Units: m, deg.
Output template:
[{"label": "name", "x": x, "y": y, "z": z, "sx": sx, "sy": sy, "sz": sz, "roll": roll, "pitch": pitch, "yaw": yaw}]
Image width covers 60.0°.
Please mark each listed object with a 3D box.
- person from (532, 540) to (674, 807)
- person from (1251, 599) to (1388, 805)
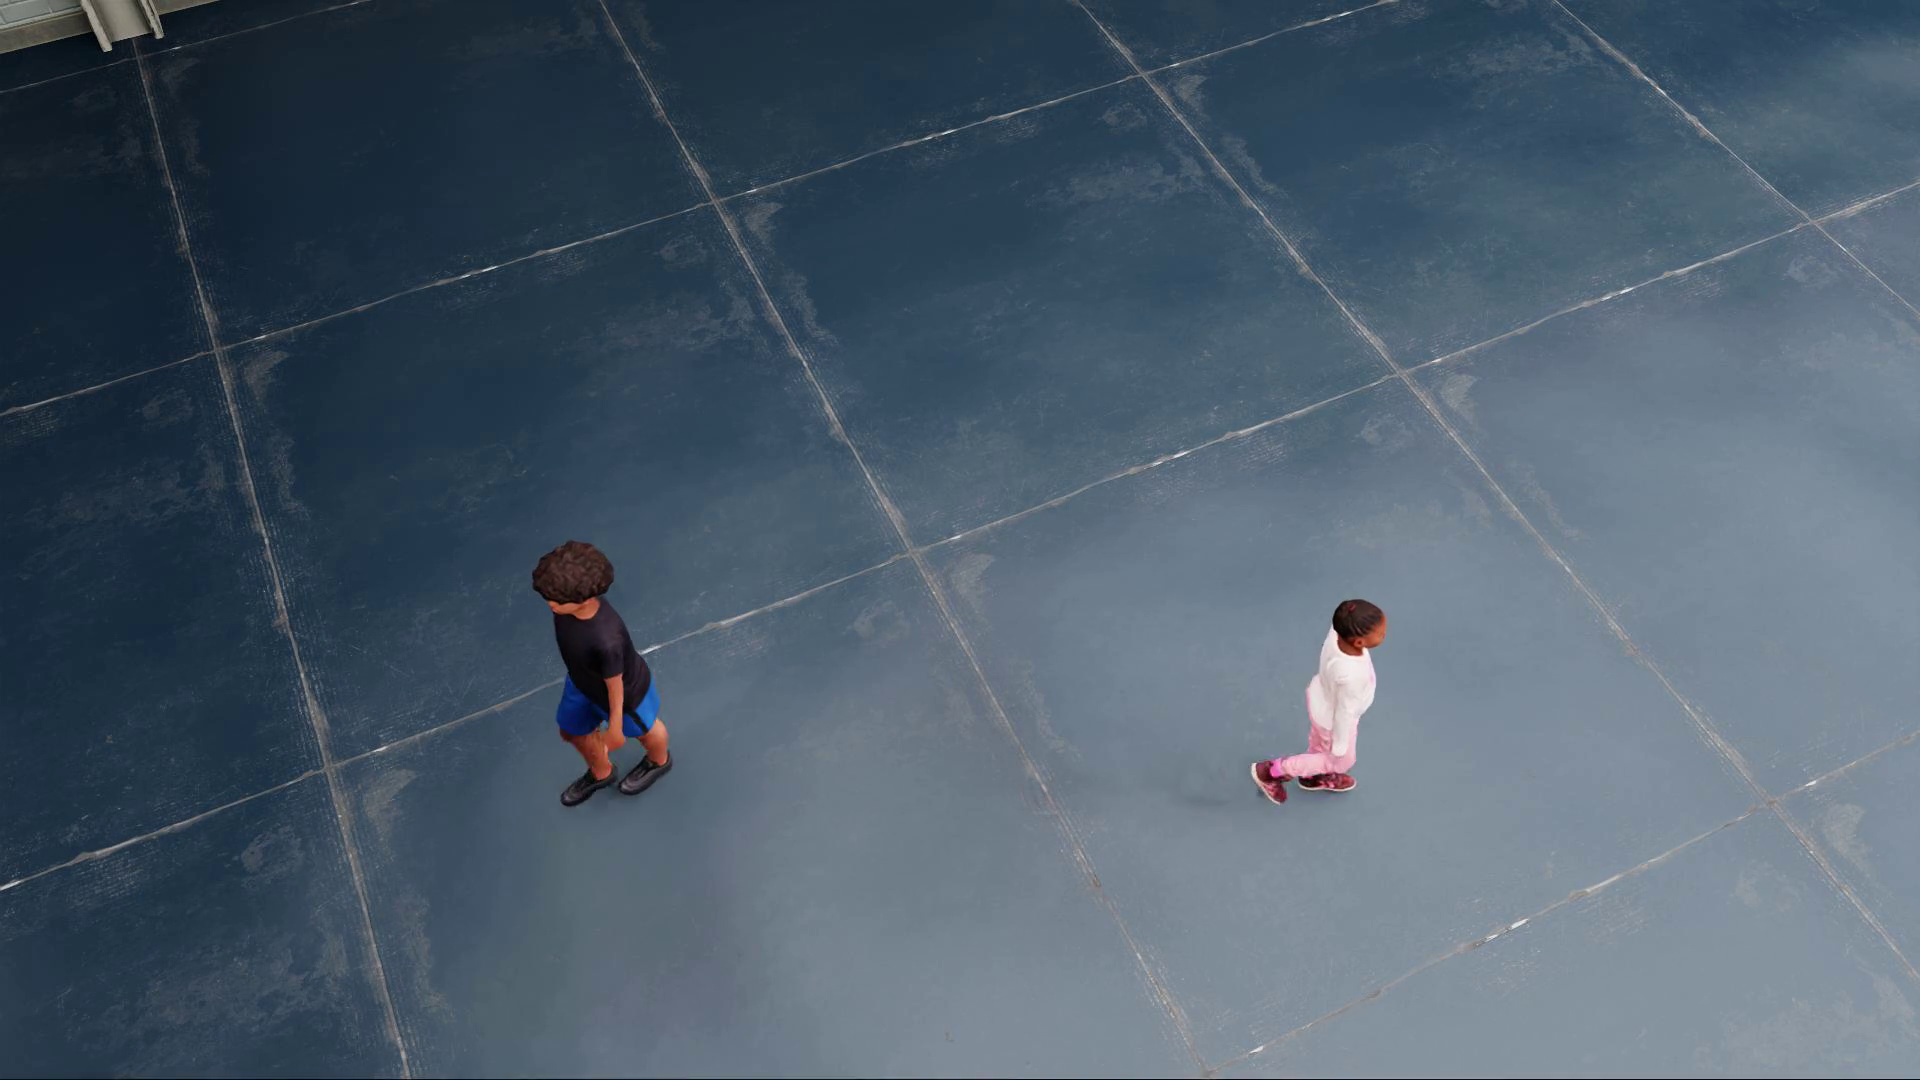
[{"label": "person", "x": -1.423, "y": 0.544, "z": 7.070, "sx": 0.845, "sy": 1.779, "sz": 0.762, "roll": -34, "pitch": 59, "yaw": -23}, {"label": "person", "x": 1.551, "y": 0.715, "z": 7.153, "sx": 0.842, "sy": 1.439, "sz": 0.742, "roll": 4, "pitch": 52, "yaw": 3}]
